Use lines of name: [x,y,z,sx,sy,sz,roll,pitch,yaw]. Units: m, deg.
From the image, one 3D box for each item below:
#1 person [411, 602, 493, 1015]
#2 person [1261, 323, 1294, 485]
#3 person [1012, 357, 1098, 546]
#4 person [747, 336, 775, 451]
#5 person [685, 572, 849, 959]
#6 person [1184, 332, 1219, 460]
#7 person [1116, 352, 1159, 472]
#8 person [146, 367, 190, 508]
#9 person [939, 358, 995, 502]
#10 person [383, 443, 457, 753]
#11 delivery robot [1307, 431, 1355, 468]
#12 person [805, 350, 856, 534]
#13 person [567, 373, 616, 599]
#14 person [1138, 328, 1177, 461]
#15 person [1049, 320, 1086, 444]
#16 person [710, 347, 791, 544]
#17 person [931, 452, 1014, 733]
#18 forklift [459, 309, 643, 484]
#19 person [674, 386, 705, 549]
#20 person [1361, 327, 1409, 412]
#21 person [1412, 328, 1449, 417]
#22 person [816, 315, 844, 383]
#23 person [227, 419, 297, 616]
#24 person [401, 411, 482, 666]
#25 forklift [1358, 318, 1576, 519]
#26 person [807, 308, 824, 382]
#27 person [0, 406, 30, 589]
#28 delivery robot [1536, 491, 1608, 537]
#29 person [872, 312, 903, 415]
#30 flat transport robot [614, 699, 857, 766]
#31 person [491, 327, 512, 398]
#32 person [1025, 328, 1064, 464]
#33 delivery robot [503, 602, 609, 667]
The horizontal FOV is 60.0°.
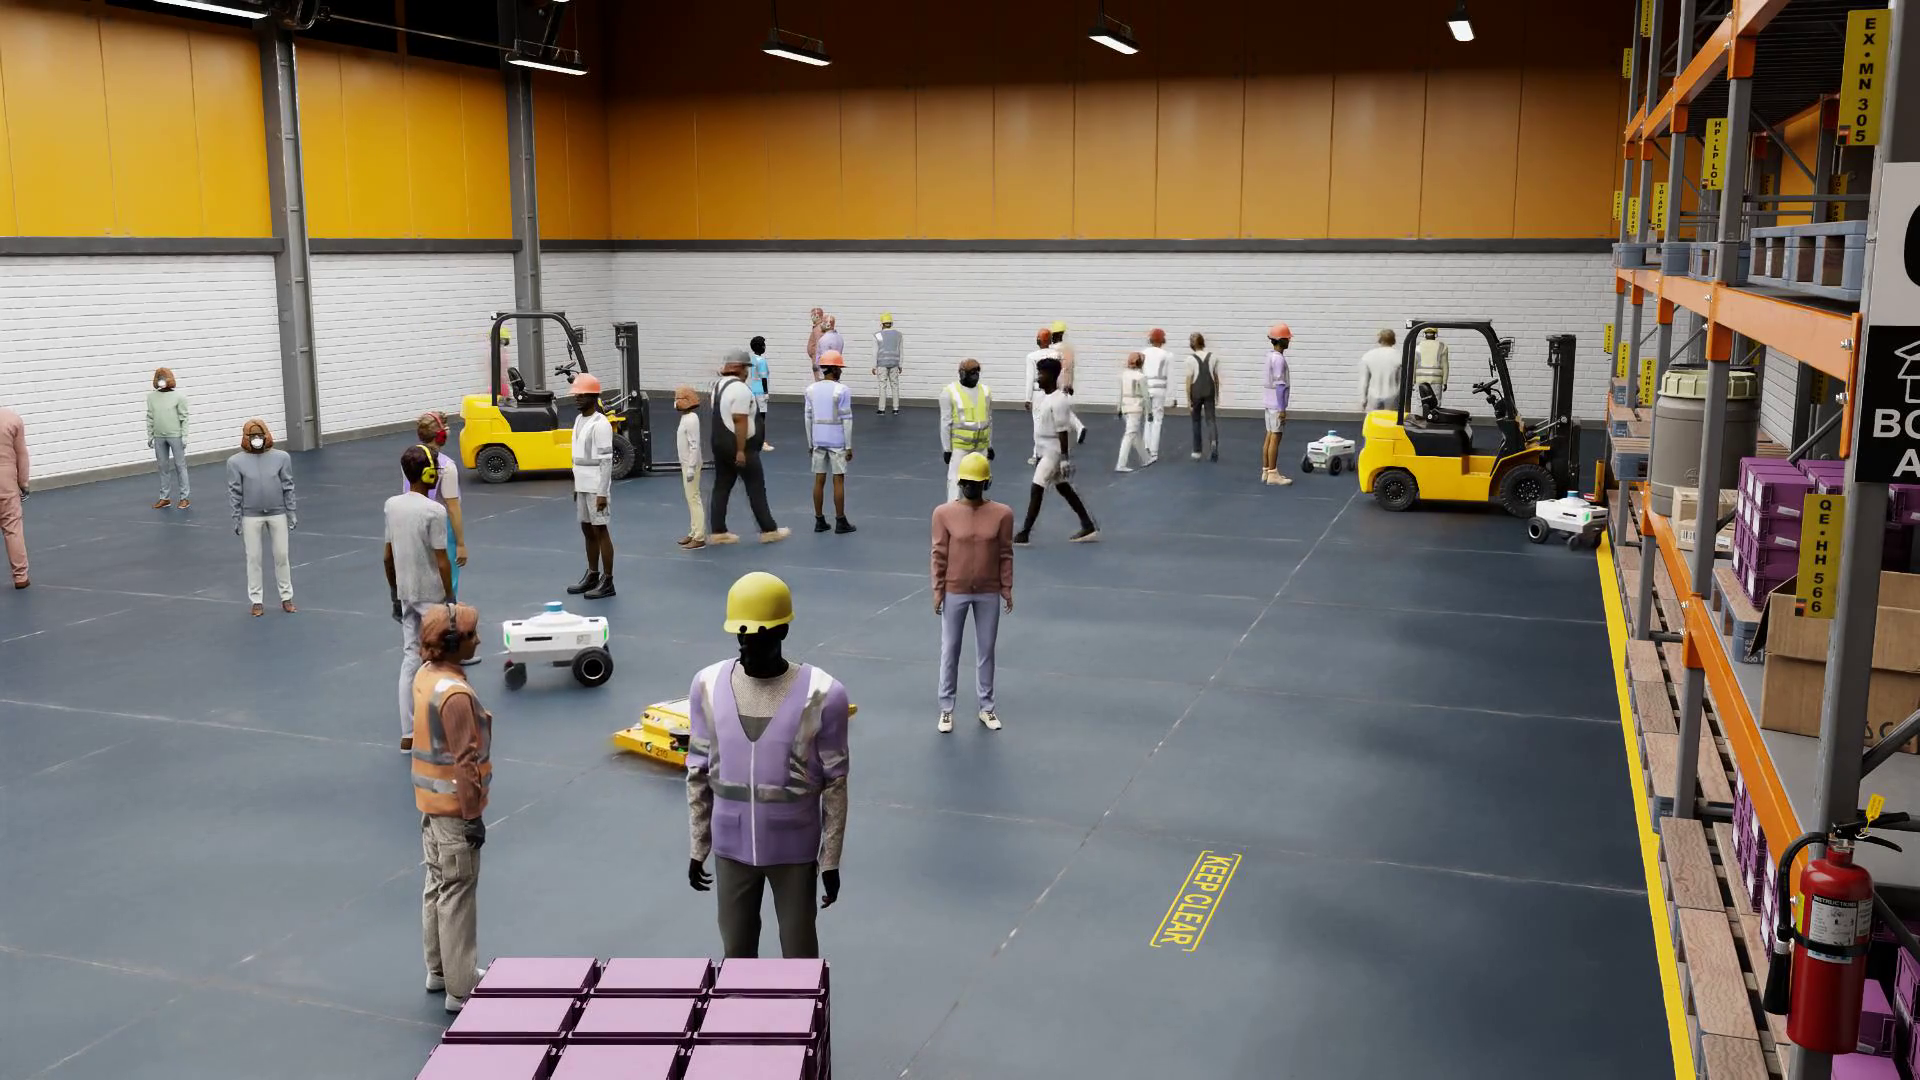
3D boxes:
person: [-2.009,1.056,6.609,0.309,1.636,0.523,-6,12,-32]
person: [4.032,-1.719,21.082,0.358,2.047,0.615,0,10,-3]
person: [0.941,-0.889,16.798,1.032,1.919,0.611,-1,10,-7]
person: [-2.969,-2.156,24.528,0.319,1.697,0.533,-7,12,-33]
person: [-0.675,1.055,5.799,0.587,1.928,0.363,2,10,10]
person: [3.429,-2.002,23.379,0.567,1.808,0.788,-1,10,-7]
person: [2.416,-1.715,22.324,0.853,1.595,0.532,-6,12,-29]
person: [-9.136,-1.176,19.188,0.499,1.633,0.288,1,10,5]
person: [0.084,-0.999,17.626,0.656,1.839,0.429,-7,12,-33]
person: [-3.183,0.360,9.886,0.533,1.864,0.310,6,12,30]
delivery robot: [4.948,-1.211,22.158,0.707,0.478,0.477,-10,14,-44]
person: [-1.364,-1.033,17.538,0.547,1.934,0.375,5,11,27]
person: [-3.188,-0.465,14.318,0.347,1.941,0.550,-8,13,-38]
person: [2.752,-2.038,23.418,0.618,1.866,0.588,5,11,28]
person: [1.520,-2.350,25.037,0.749,1.907,0.605,8,13,39]
person: [-2.188,-0.980,16.940,0.913,2.000,0.704,-7,12,-33]
person: [0.082,0.325,10.370,0.526,1.765,0.329,-2,10,-9]
forklift: [-5.354,-1.902,21.697,2.313,2.155,1.214,-2,10,-13]
person: [-2.710,-0.724,16.642,0.264,1.632,0.508,-3,10,-14]
person: [5.760,-1.918,22.554,0.629,1.918,0.468,5,11,26]
person: [7.385,-2.512,26.171,0.589,1.826,0.403,4,11,21]
person: [-2.123,-2.669,26.822,0.409,1.910,0.651,4,11,19]
person: [-5.716,-0.188,13.650,0.502,1.626,0.284,-6,12,-29]
person: [-3.765,0.004,11.946,0.569,1.845,0.384,7,12,35]
forklift: [5.787,-1.437,19.079,2.313,2.155,1.214,3,11,19]
person: [-2.555,-3.239,30.046,0.410,1.906,0.642,1,10,5]
person: [-8.496,-0.489,14.551,0.643,1.908,0.410,-8,13,-37]
delivery robot: [6.168,-0.254,16.770,0.477,0.478,0.707,-5,12,-28]
person: [-1.299,-3.137,29.661,0.590,1.837,0.404,-4,11,-22]
flat transport robot: [-1.366,1.083,10.302,0.652,0.197,1.431,9,13,40]
person: [-7.084,-2.448,26.053,0.658,1.746,0.527,0,10,-2]
person: [1.166,-1.975,22.986,0.575,1.884,0.355,-5,11,-24]
delivery robot: [-2.805,0.671,11.535,0.707,0.478,0.477,-2,10,-16]
